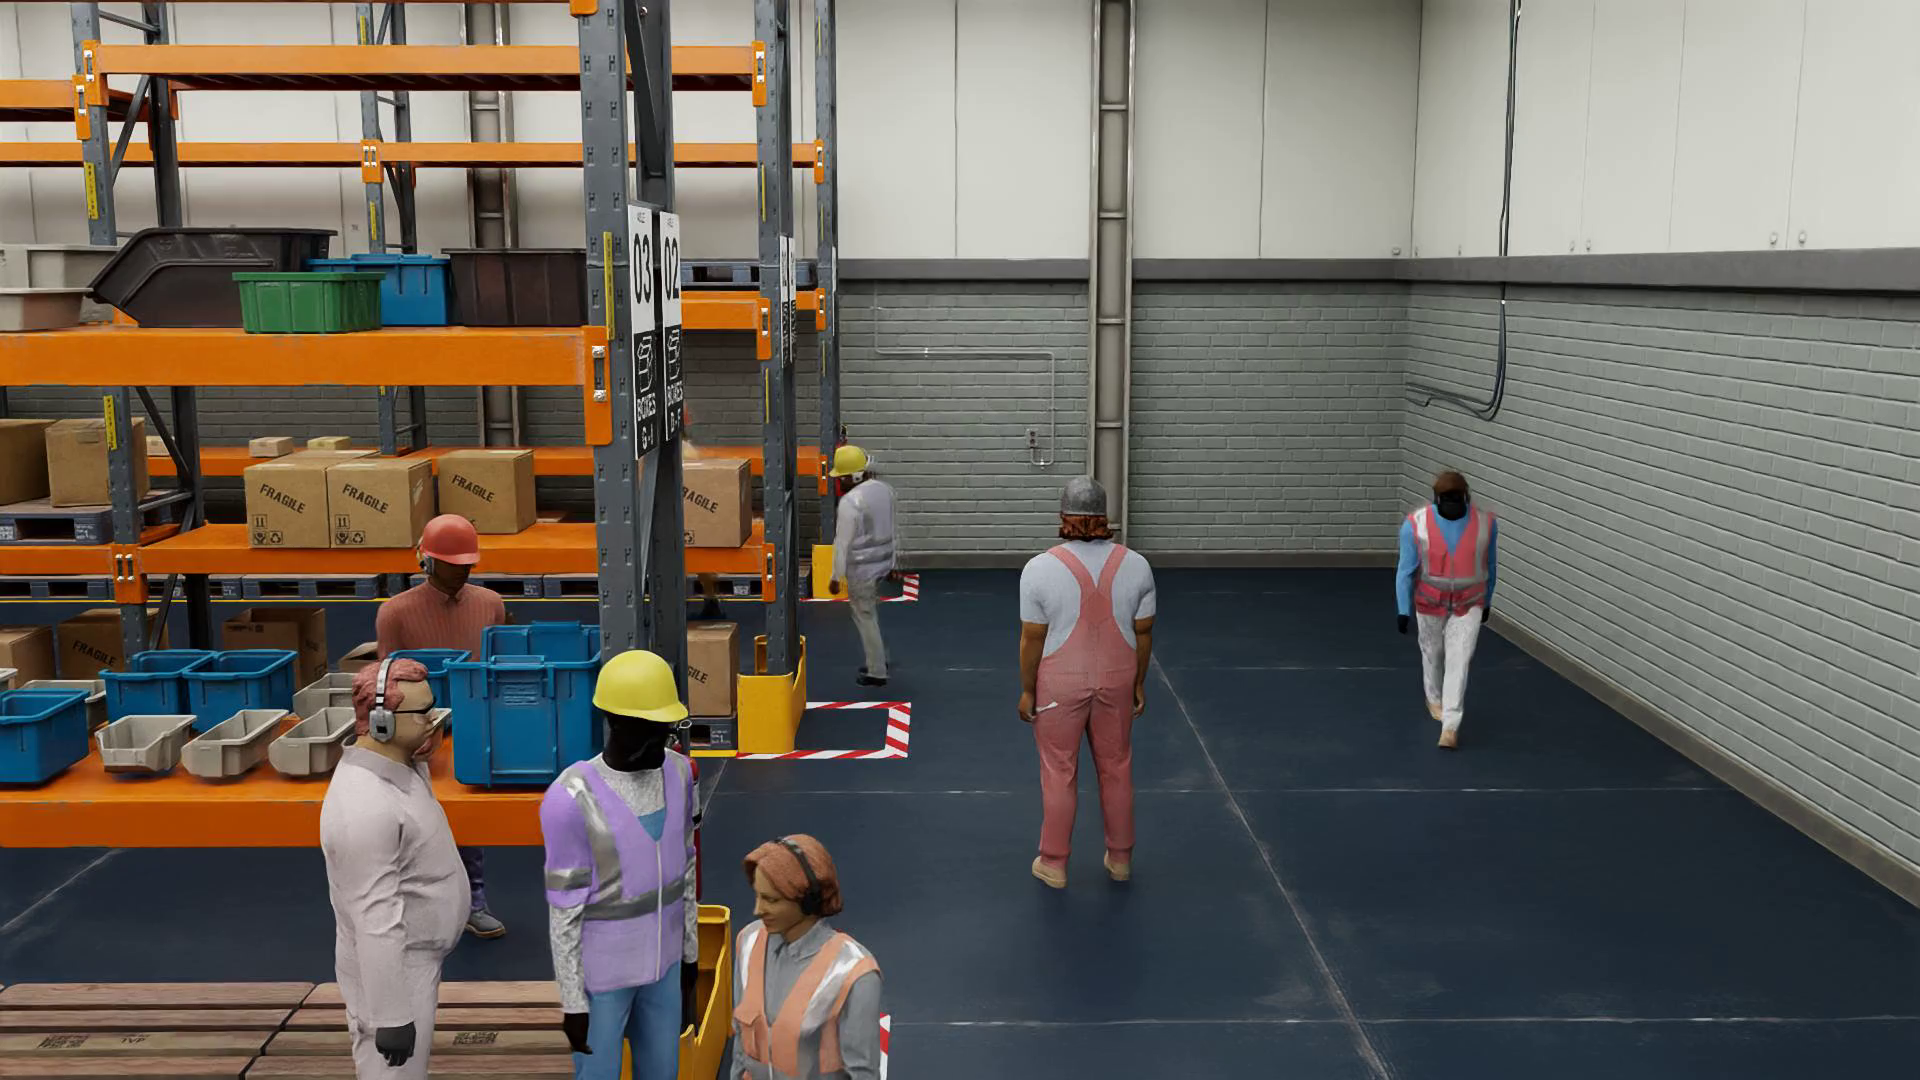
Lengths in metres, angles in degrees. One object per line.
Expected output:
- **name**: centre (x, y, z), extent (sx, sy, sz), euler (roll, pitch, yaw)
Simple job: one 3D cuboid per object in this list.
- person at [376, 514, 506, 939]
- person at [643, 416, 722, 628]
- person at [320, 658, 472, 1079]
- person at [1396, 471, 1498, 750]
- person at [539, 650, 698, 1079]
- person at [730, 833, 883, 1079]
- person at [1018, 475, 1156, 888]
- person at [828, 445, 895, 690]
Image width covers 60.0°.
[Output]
- **person**: centre (-2.256, 0.859, 7.379), extent (0.613, 1.977, 0.434), euler (-8, 12, -41)
- **person**: centre (-2.418, -0.191, 14.081), extent (0.910, 1.885, 0.607), euler (-4, 10, -21)
- **person**: centre (-1.657, 1.284, 4.963), extent (0.402, 1.906, 0.652), euler (-3, 10, -16)
- **person**: centre (3.158, 0.405, 10.833), extent (0.628, 1.766, 1.034), euler (2, 10, 14)
- **person**: centre (-0.984, 1.268, 5.038), extent (0.394, 1.918, 0.592), euler (7, 11, 35)
- **person**: centre (-0.388, 1.536, 4.266), extent (0.526, 1.632, 0.312), euler (8, 12, 41)
- **person**: centre (0.593, 0.684, 8.231), extent (0.688, 2.000, 0.536), euler (-2, 10, -14)
- **person**: centre (-0.731, 0.201, 11.955), extent (0.524, 1.790, 0.609), euler (5, 10, 28)
